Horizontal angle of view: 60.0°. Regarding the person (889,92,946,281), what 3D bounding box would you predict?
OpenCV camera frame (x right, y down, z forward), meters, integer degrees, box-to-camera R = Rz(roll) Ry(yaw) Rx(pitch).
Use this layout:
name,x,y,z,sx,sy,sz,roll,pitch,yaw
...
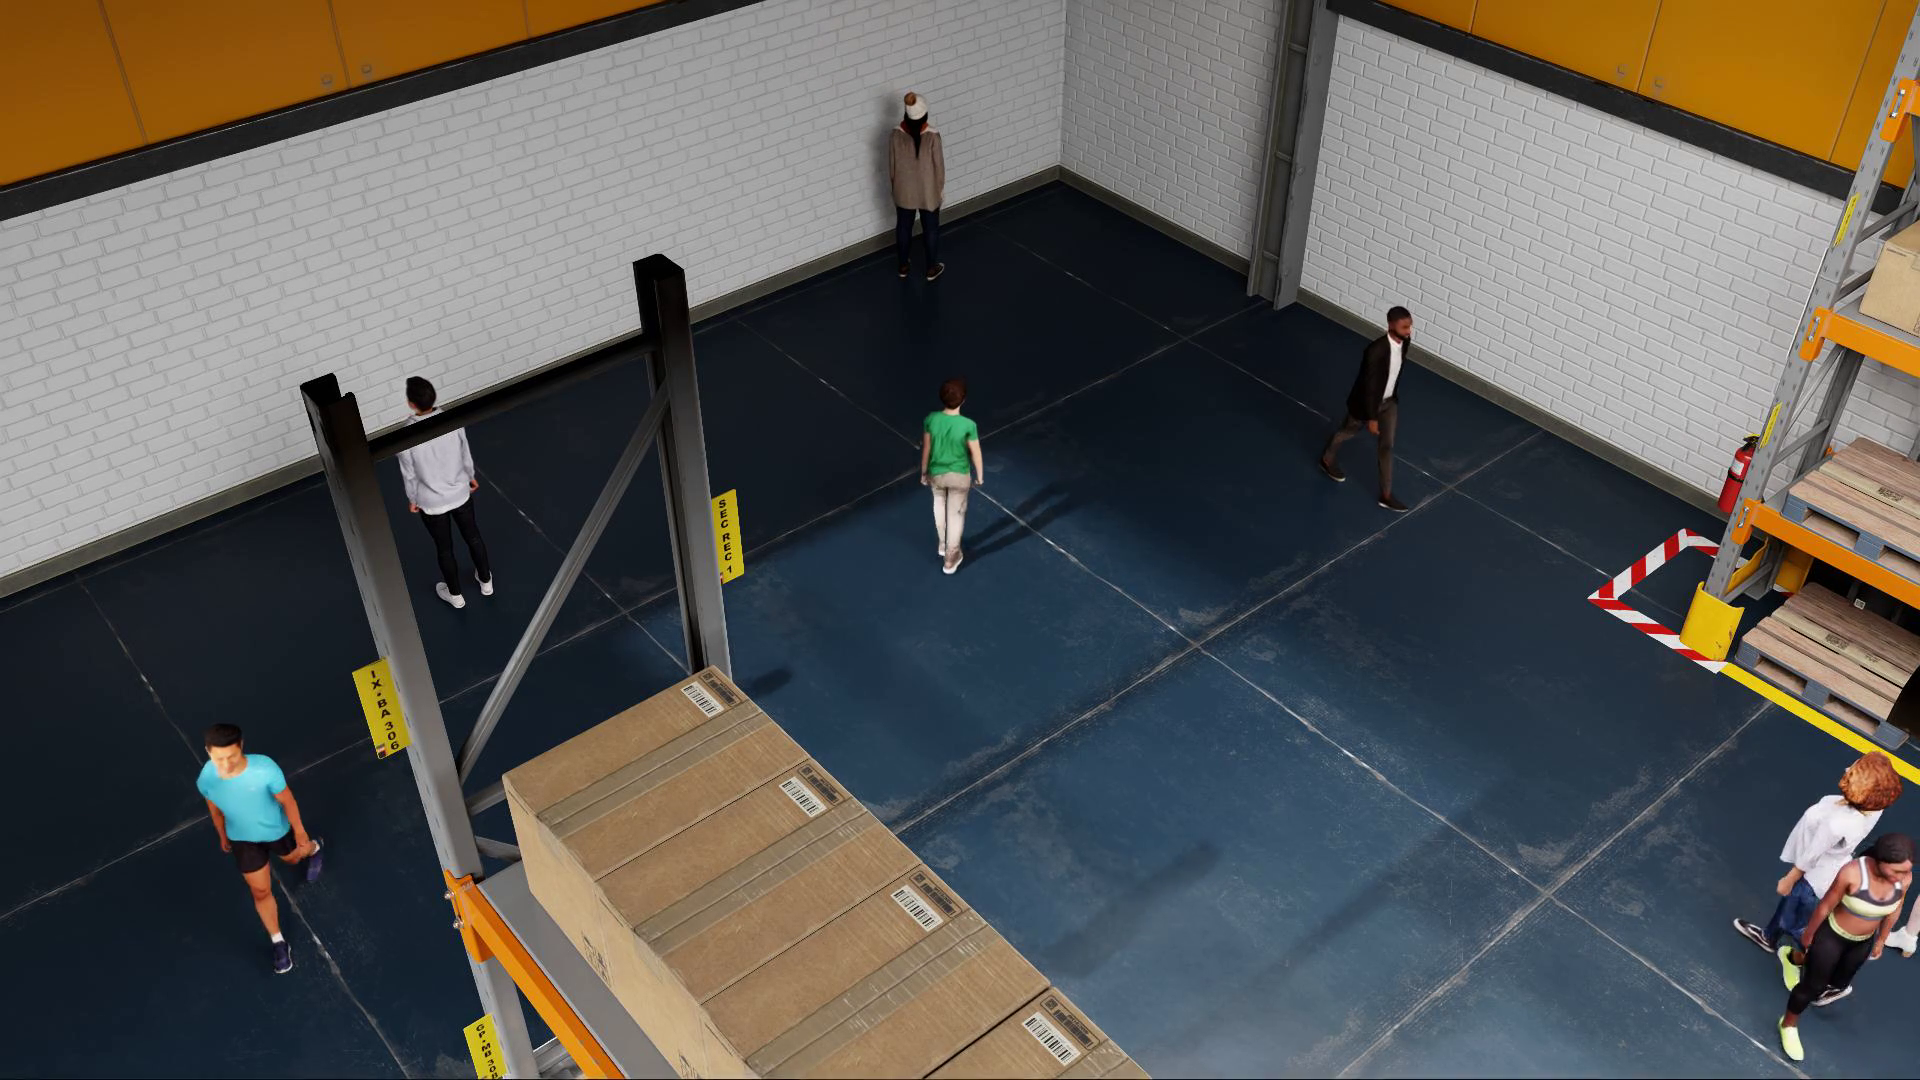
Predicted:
name,x,y,z,sx,sy,sz,roll,pitch,yaw
person,-0.418,-3.373,15.791,0.801,1.892,0.885,9,39,11

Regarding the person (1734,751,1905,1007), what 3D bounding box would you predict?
name,x,y,z,sx,sy,sz,roll,pitch,yaw
person,4.902,1.905,9.345,0.626,1.689,0.955,-26,46,-29

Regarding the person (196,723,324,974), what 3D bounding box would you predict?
name,x,y,z,sx,sy,sz,roll,pitch,yaw
person,-4.039,1.612,9.672,1.047,1.738,1.262,-5,39,-6

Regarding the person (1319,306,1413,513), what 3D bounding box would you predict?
name,x,y,z,sx,sy,sz,roll,pitch,yaw
person,3.167,-1.094,13.051,0.720,1.750,1.166,-24,44,-27

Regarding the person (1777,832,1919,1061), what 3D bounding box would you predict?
name,x,y,z,sx,sy,sz,roll,pitch,yaw
person,4.779,2.093,9.074,0.862,1.733,0.951,3,39,4

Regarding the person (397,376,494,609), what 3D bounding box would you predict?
name,x,y,z,sx,sy,sz,roll,pitch,yaw
person,-3.713,-0.347,11.972,0.681,1.930,0.588,-26,45,-29

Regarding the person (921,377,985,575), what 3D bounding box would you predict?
name,x,y,z,sx,sy,sz,roll,pitch,yaw
person,-0.098,-0.431,12.312,0.716,1.636,0.789,10,40,13
